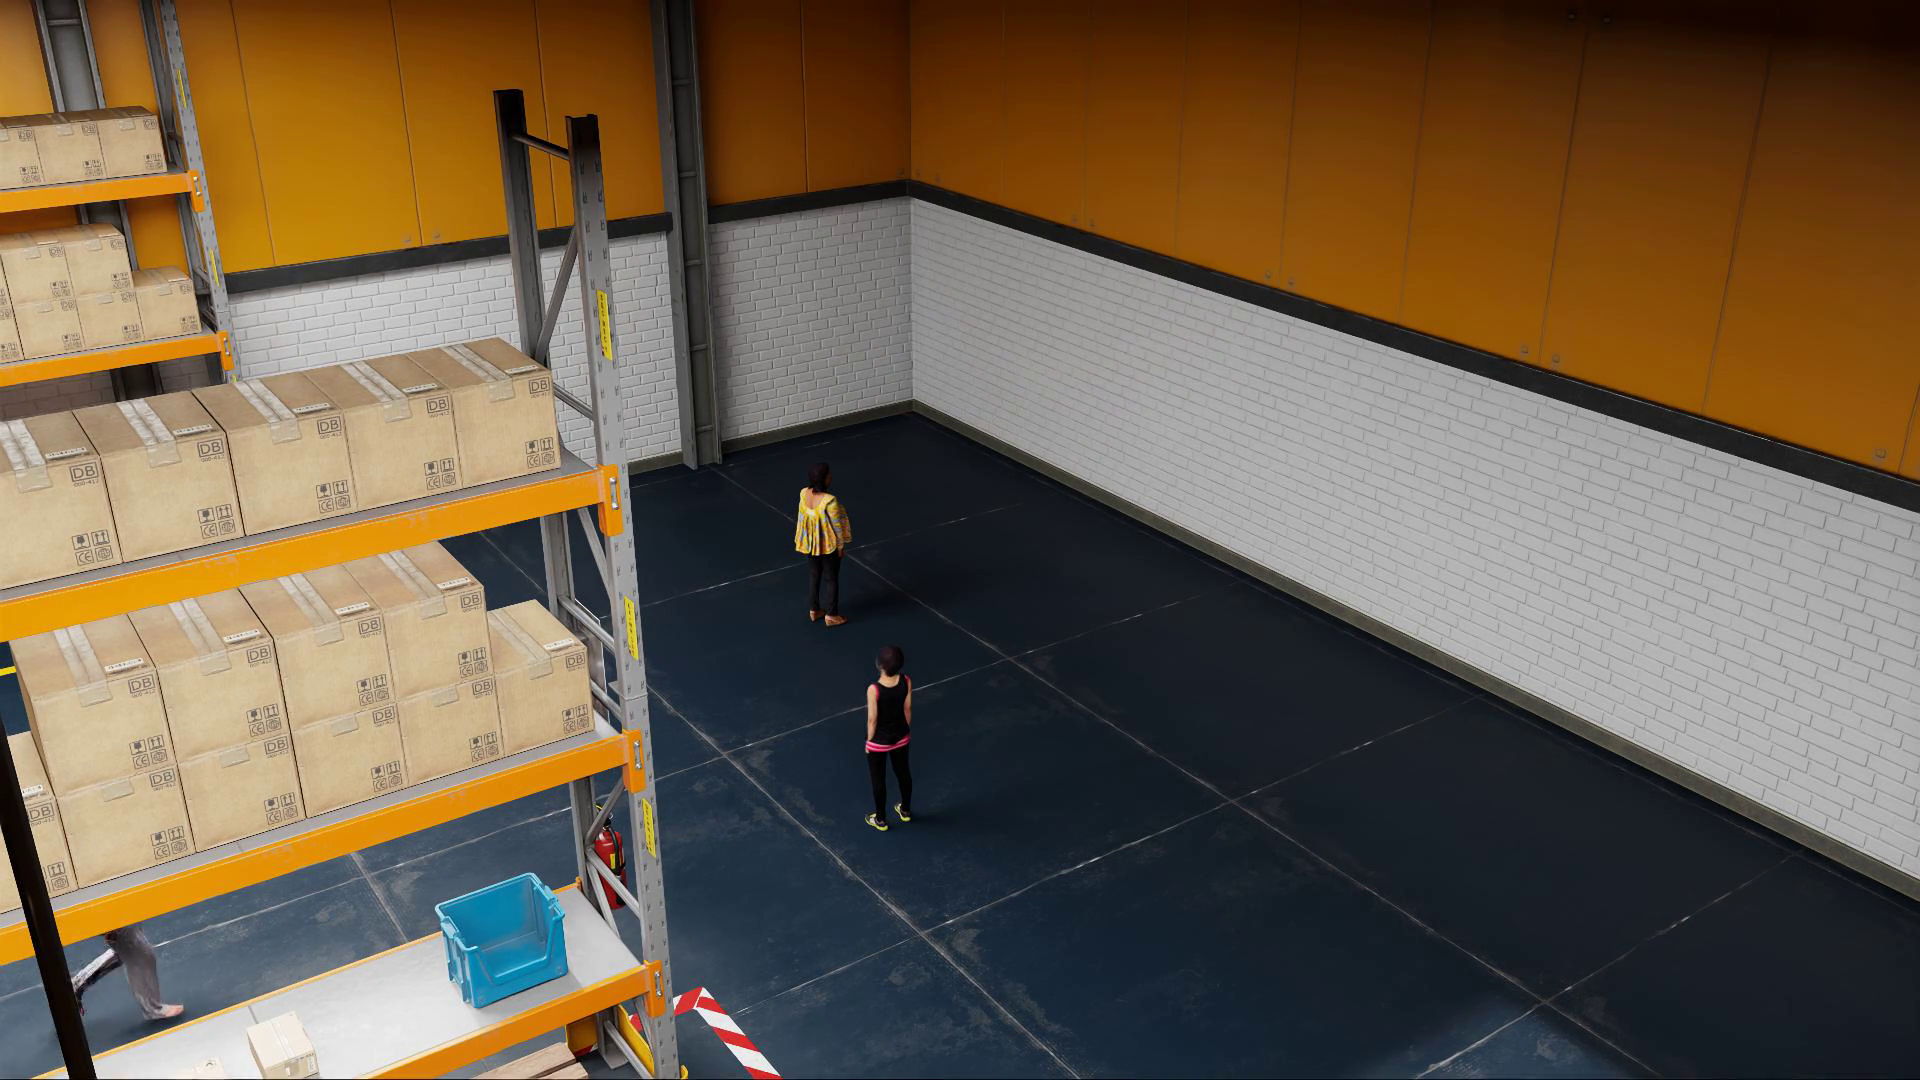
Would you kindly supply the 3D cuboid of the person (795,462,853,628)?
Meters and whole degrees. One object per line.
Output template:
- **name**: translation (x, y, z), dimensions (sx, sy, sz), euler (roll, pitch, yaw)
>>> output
- **person**: translation (-1.318, 0.037, 15.962), dimensions (0.801, 1.655, 0.840), euler (18, 29, 35)

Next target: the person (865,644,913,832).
- **person**: translation (-0.548, 1.495, 12.760), dimensions (0.443, 1.548, 0.606), euler (-14, 27, -29)
